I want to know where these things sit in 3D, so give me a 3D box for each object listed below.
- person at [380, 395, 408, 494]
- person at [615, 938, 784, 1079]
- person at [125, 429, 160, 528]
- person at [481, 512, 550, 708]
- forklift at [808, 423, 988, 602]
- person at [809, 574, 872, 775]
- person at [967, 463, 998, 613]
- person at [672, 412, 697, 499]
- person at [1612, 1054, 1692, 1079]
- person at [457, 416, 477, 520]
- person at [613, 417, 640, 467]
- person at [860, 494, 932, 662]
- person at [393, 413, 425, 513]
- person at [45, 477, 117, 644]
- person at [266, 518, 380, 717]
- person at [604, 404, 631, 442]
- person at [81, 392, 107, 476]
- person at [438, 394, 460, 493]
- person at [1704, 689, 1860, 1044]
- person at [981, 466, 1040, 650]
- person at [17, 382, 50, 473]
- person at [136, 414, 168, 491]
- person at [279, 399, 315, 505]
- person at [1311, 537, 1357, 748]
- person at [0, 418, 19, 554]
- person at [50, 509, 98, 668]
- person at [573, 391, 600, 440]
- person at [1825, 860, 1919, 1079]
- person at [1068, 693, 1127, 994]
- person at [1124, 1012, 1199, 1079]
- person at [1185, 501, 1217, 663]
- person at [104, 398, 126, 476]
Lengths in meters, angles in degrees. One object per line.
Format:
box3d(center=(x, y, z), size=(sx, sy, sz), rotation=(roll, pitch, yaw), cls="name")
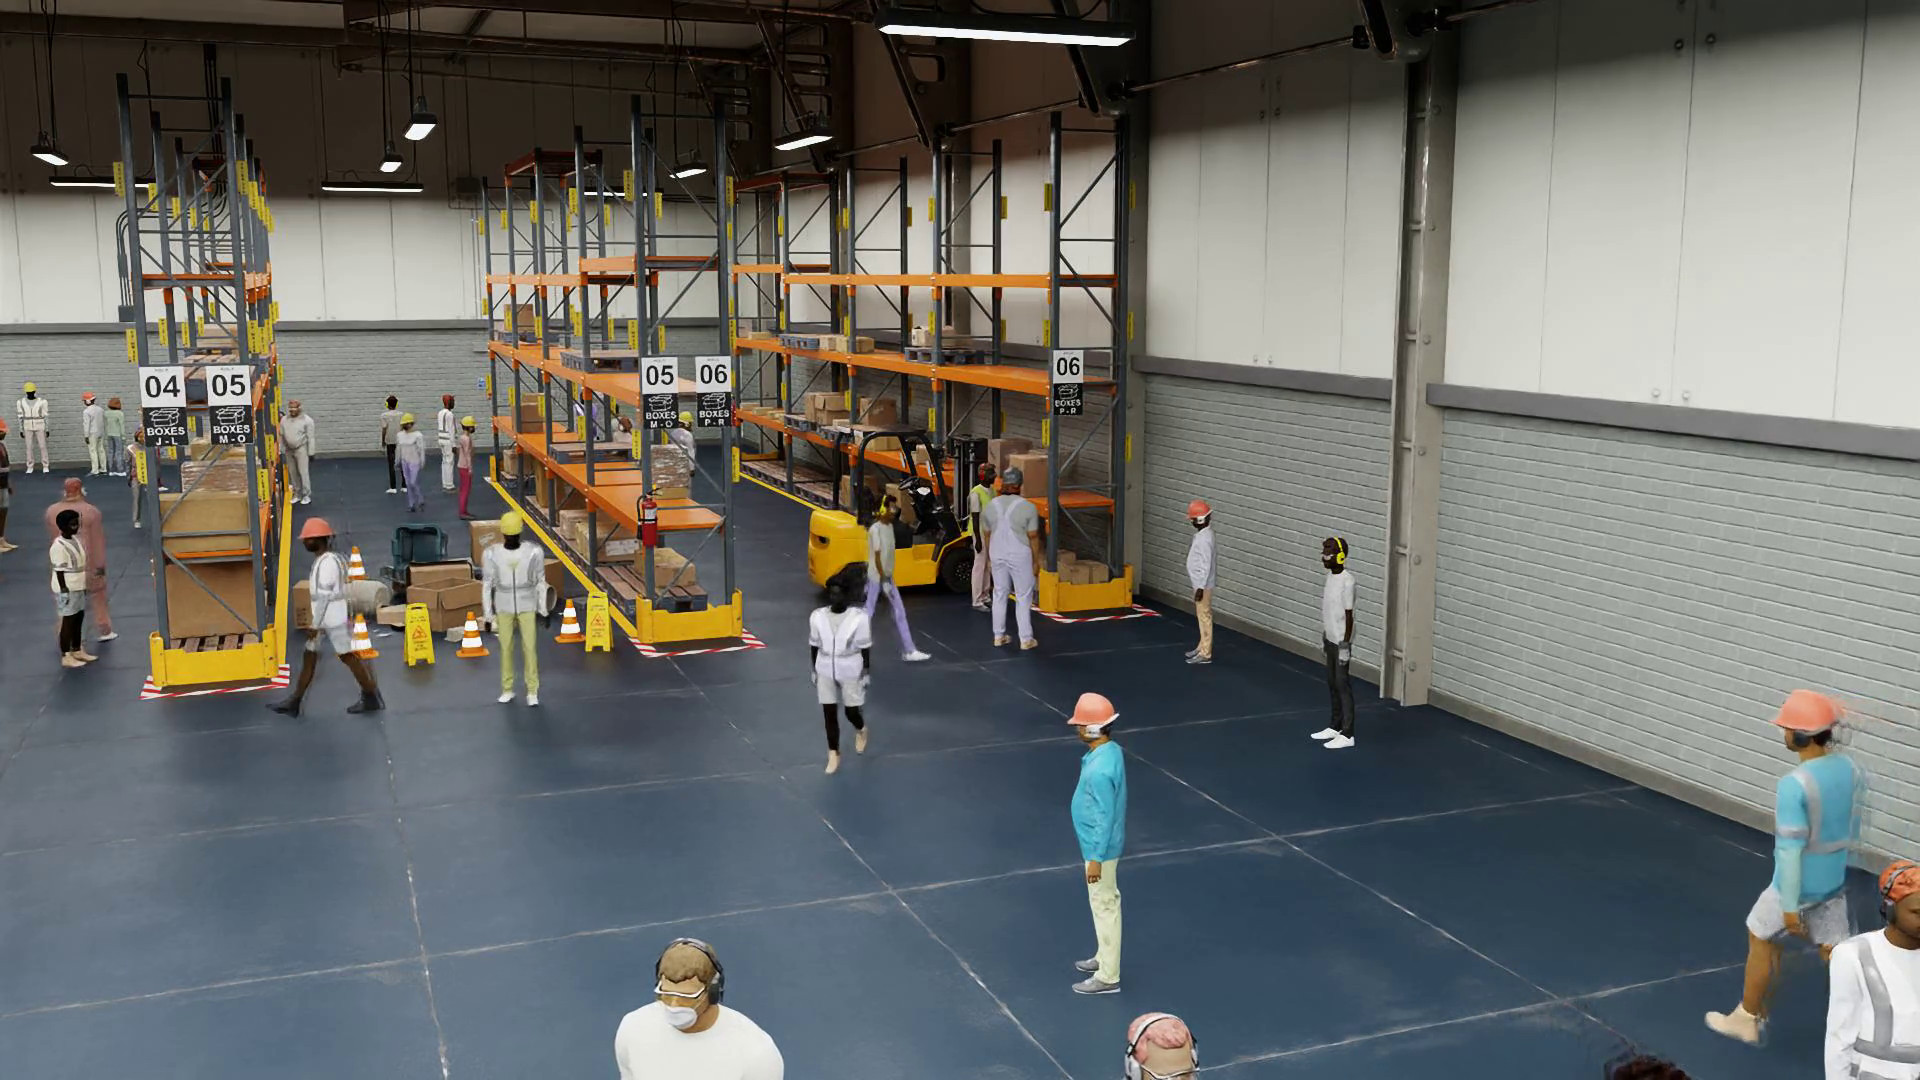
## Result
box3d(center=(-10.759, -1.816, 31.616), size=(0.526, 1.869, 0.315), rotation=(-8, 12, -41), cls="person")
box3d(center=(-0.896, 2.270, 5.716), size=(0.631, 1.932, 0.362), rotation=(4, 10, 22), cls="person")
box3d(center=(-13.394, -1.006, 27.281), size=(0.519, 1.633, 0.314), rotation=(-6, 11, -33), cls="person")
box3d(center=(-4.270, 0.676, 15.933), size=(0.612, 1.881, 0.770), rotation=(-2, 9, -13), cls="person")
box3d(center=(-0.830, -0.399, 21.676), size=(2.313, 2.155, 1.214), rotation=(-4, 10, -21), cls="forklift")
box3d(center=(-0.988, 1.093, 13.905), size=(0.536, 1.686, 0.493), rotation=(2, 9, 13), cls="person")
box3d(center=(0.299, -0.040, 20.510), size=(0.389, 1.846, 0.564), rotation=(4, 10, 24), cls="person")
box3d(center=(-4.689, -1.279, 28.398), size=(0.405, 1.822, 0.593), rotation=(-7, 12, -39), cls="person")
box3d(center=(1.964, 2.418, 4.796), size=(0.622, 1.910, 1.037), rotation=(-2, 9, -15), cls="person")
box3d(center=(-8.358, -1.225, 28.261), size=(0.357, 1.758, 0.525), rotation=(-3, 10, -20), cls="person")
box3d(center=(-5.943, -1.380, 29.610), size=(0.507, 1.631, 0.277), rotation=(1, 9, 8), cls="person")
box3d(center=(-0.819, 0.412, 17.783), size=(0.996, 1.820, 0.512), rotation=(5, 10, 27), cls="person")
box3d(center=(-9.574, -1.328, 28.925), size=(0.540, 1.756, 0.386), rotation=(4, 10, 22), cls="person")
box3d(center=(-9.895, 0.234, 18.676), size=(0.658, 1.879, 0.611), rotation=(0, 9, 0), cls="person")
box3d(center=(-5.957, 0.732, 15.543), size=(1.010, 1.884, 0.552), rotation=(-6, 11, -32), cls="person")
box3d(center=(-6.210, -1.598, 30.409), size=(0.834, 1.812, 0.510), rotation=(8, 12, 41), cls="person")
box3d(center=(-17.914, -2.188, 34.357), size=(0.349, 1.743, 0.563), rotation=(1, 9, 8), cls="person")
box3d(center=(-9.748, -1.834, 31.711), size=(0.359, 1.880, 0.575), rotation=(-7, 11, -36), cls="person")
box3d(center=(4.468, 1.773, 8.635), size=(0.619, 2.008, 1.005), rotation=(-5, 10, -28), cls="person")
box3d(center=(0.604, 0.183, 18.495), size=(0.683, 2.000, 0.535), rotation=(5, 10, 30), cls="person")
box3d(center=(-19.368, -2.342, 34.795), size=(0.584, 1.916, 0.400), rotation=(-3, 10, -18), cls="person")
box3d(center=(-15.513, -1.742, 31.887), size=(0.499, 1.634, 0.285), rotation=(1, 9, 8), cls="person")
box3d(center=(-12.013, -1.596, 30.132), size=(0.662, 1.904, 0.413), rotation=(2, 9, 13), cls="person")
box3d(center=(3.305, 0.893, 14.610), size=(0.328, 1.861, 0.510), rotation=(-2, 9, -9), cls="person")
box3d(center=(-14.323, -0.813, 24.818), size=(0.415, 2.032, 0.604), rotation=(-1, 9, -7), cls="person")
box3d(center=(-9.392, 0.508, 17.558), size=(0.319, 1.688, 0.538), rotation=(-1, 9, -7), cls="person")
box3d(center=(-7.519, -2.096, 33.471), size=(0.428, 1.839, 0.633), rotation=(8, 12, 41), cls="person")
box3d(center=(3.624, 2.167, 6.505), size=(0.575, 1.883, 0.362), rotation=(-3, 9, -16), cls="person")
box3d(center=(0.786, 1.738, 9.612), size=(0.340, 1.747, 0.569), rotation=(1, 9, 9), cls="person")
box3d(center=(0.614, 2.371, 5.142), size=(0.652, 1.906, 0.408), rotation=(-5, 10, -28), cls="person")
box3d(center=(2.567, 0.445, 17.776), size=(0.338, 1.742, 0.563), rotation=(1, 9, 9), cls="person")
box3d(center=(-17.424, -2.127, 34.340), size=(0.491, 1.625, 0.282), rotation=(3, 10, 19), cls="person")
